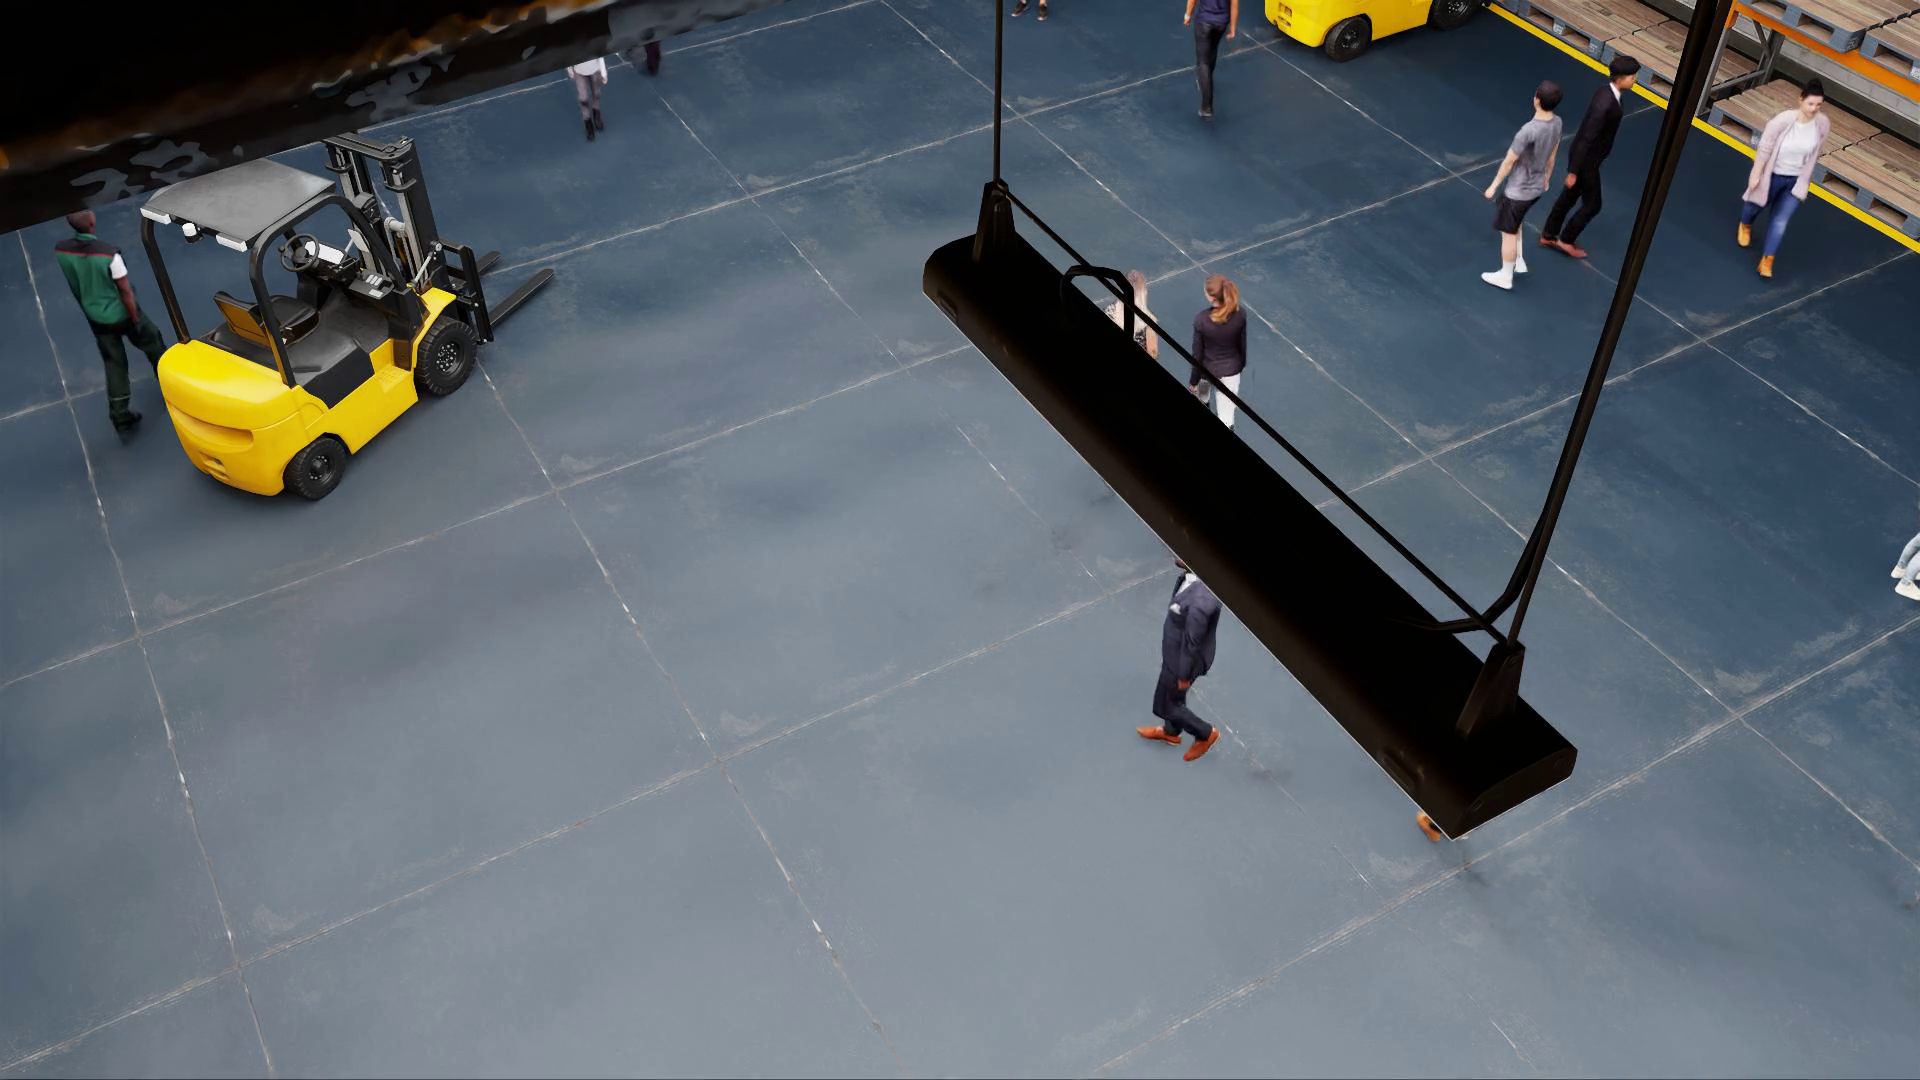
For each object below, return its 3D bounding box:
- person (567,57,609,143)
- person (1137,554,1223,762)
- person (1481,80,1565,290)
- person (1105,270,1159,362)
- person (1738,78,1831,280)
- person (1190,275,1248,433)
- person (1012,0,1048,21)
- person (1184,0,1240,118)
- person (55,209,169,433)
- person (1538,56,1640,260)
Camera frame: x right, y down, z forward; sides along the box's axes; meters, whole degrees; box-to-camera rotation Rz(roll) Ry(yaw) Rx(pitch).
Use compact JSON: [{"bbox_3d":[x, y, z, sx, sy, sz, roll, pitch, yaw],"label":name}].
[{"bbox_3d":[-3.592,-4.543,15.989,0.570,1.263,0.719,-14,45,-15],"label":"person"},{"bbox_3d":[1.449,0.687,10.106,0.950,1.804,0.887,6,44,6],"label":"person"},{"bbox_3d":[4.764,-2.885,13.814,0.740,1.860,0.769,-30,51,-28],"label":"person"},{"bbox_3d":[1.199,-1.162,12.133,0.996,1.685,0.928,23,48,23],"label":"person"},{"bbox_3d":[7.001,-3.162,14.223,1.122,1.698,1.209,8,44,9],"label":"person"},{"bbox_3d":[1.871,-1.123,12.095,0.968,1.680,1.281,-1,44,-1],"label":"person"},{"bbox_3d":[0.800,-6.378,17.580,0.633,1.724,0.707,14,45,14],"label":"person"},{"bbox_3d":[2.431,-4.944,16.053,0.925,1.754,1.237,-6,44,-7],"label":"person"},{"bbox_3d":[-6.435,-1.650,12.561,1.092,1.800,1.282,2,44,2],"label":"person"},{"bbox_3d":[5.272,-3.277,14.228,0.893,1.858,0.860,19,47,19],"label":"person"}]
